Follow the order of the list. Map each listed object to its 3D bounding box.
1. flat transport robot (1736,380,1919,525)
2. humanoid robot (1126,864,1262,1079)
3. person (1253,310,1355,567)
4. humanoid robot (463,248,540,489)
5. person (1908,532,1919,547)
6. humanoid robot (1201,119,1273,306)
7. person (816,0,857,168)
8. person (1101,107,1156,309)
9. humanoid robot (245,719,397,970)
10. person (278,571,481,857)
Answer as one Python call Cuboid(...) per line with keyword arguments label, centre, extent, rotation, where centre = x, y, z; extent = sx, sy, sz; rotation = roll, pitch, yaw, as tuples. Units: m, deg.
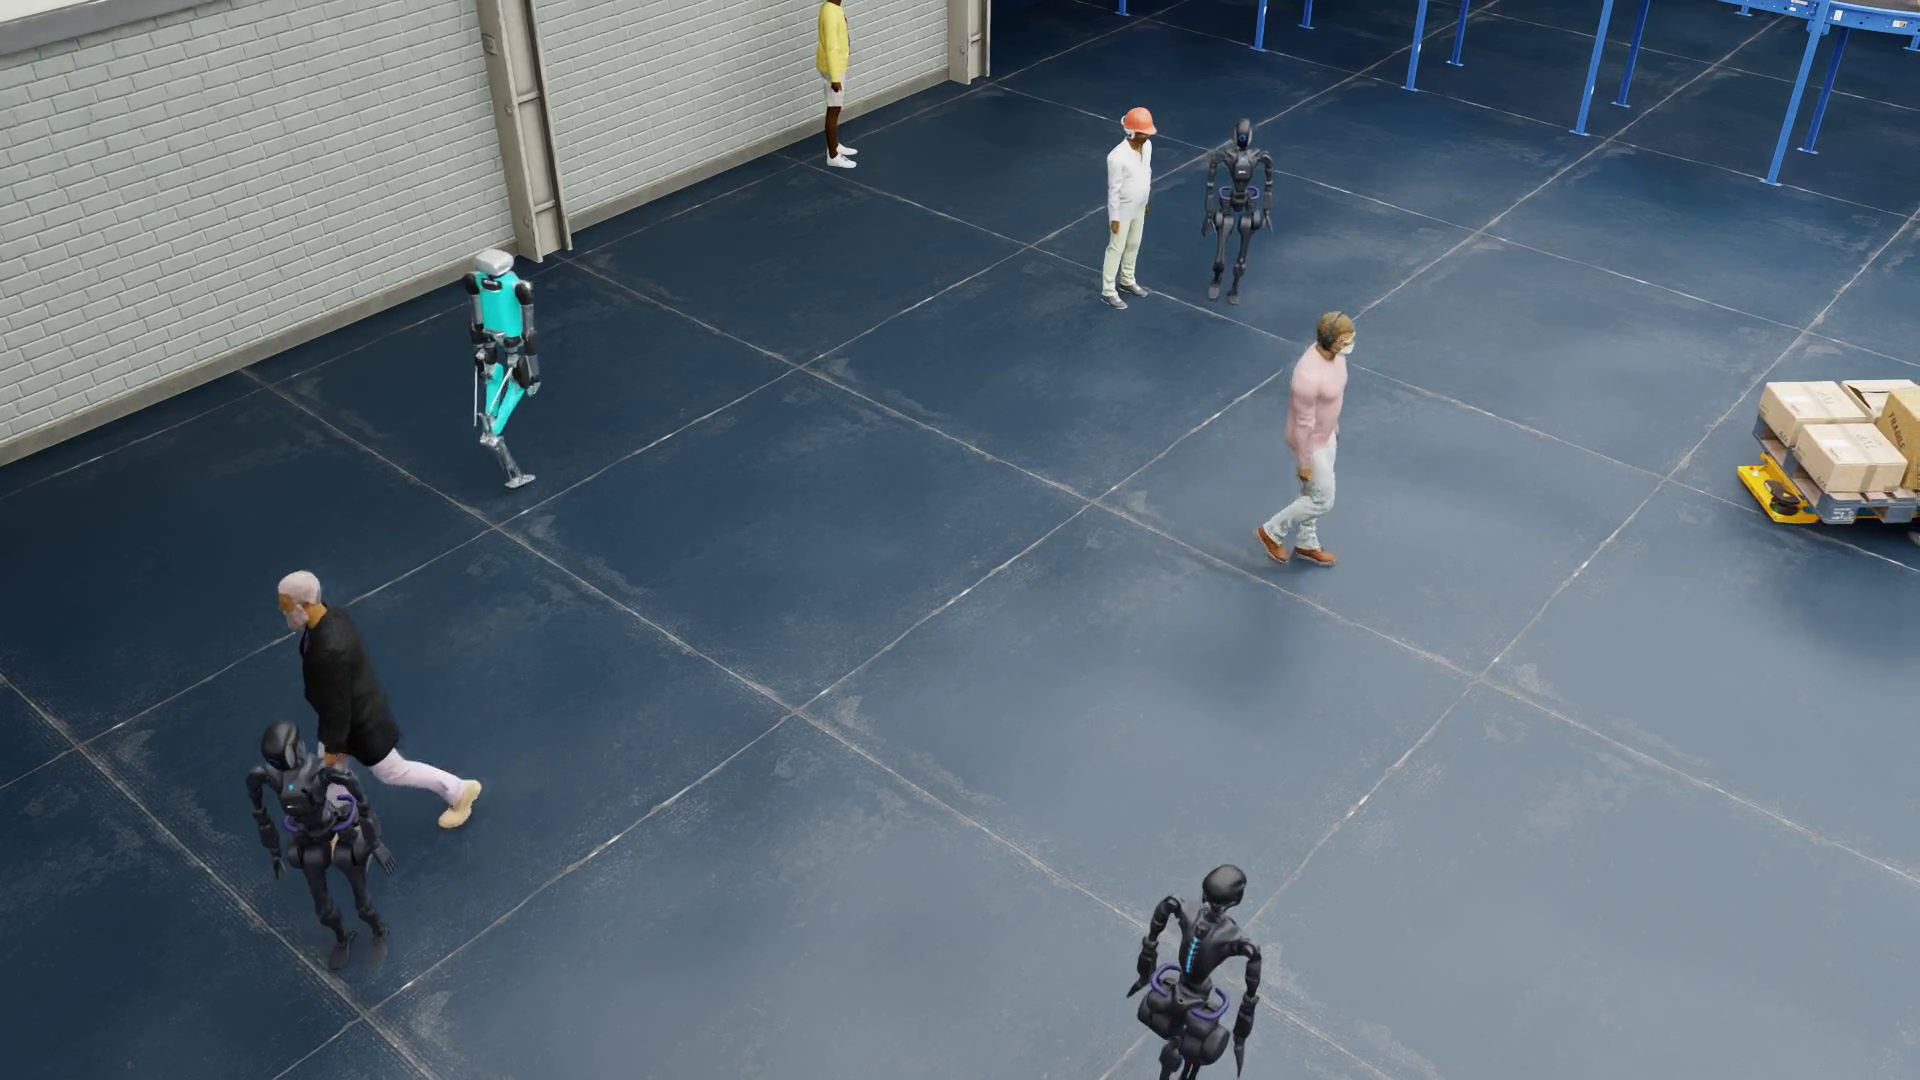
Cuboid(label="flat transport robot", centre=(6.422, -0.384, 11.927), extent=(1.431, 0.231, 0.659), rotation=(-1, 35, -2))
Cuboid(label="humanoid robot", centre=(0.976, 2.073, 7.277), extent=(0.612, 1.638, 0.457), rotation=(23, 42, 29))
Cuboid(label="person", centre=(2.323, -0.641, 10.861), extent=(0.459, 1.926, 0.637), rotation=(15, 38, 20))
Cuboid(label="humanoid robot", centre=(-3.286, -1.090, 11.652), extent=(0.536, 1.777, 0.789), rotation=(13, 37, 17))
Cuboid(label="person", centre=(6.818, -0.697, 11.024), extent=(0.573, 1.822, 0.450), rotation=(-13, 37, -17))
Cuboid(label="humanoid robot", centre=(2.353, -2.767, 14.063), extent=(0.608, 1.654, 0.363), rotation=(1, 35, 1))
Cuboid(label="person", centre=(-1.238, -4.683, 16.560), extent=(0.379, 1.899, 0.543), rotation=(0, 35, 1))
Cuboid(label="person", centre=(1.449, -2.817, 14.073), extent=(0.349, 1.743, 0.570), rotation=(26, 43, 31))
Cuboid(label="humanoid robot", centre=(-3.091, 1.476, 8.120), extent=(0.609, 1.649, 0.398), rotation=(-2, 35, -2))
Cuboid(label="person", centre=(-3.152, 0.909, 8.786), extent=(0.952, 1.812, 0.535), rotation=(-20, 40, -25))
